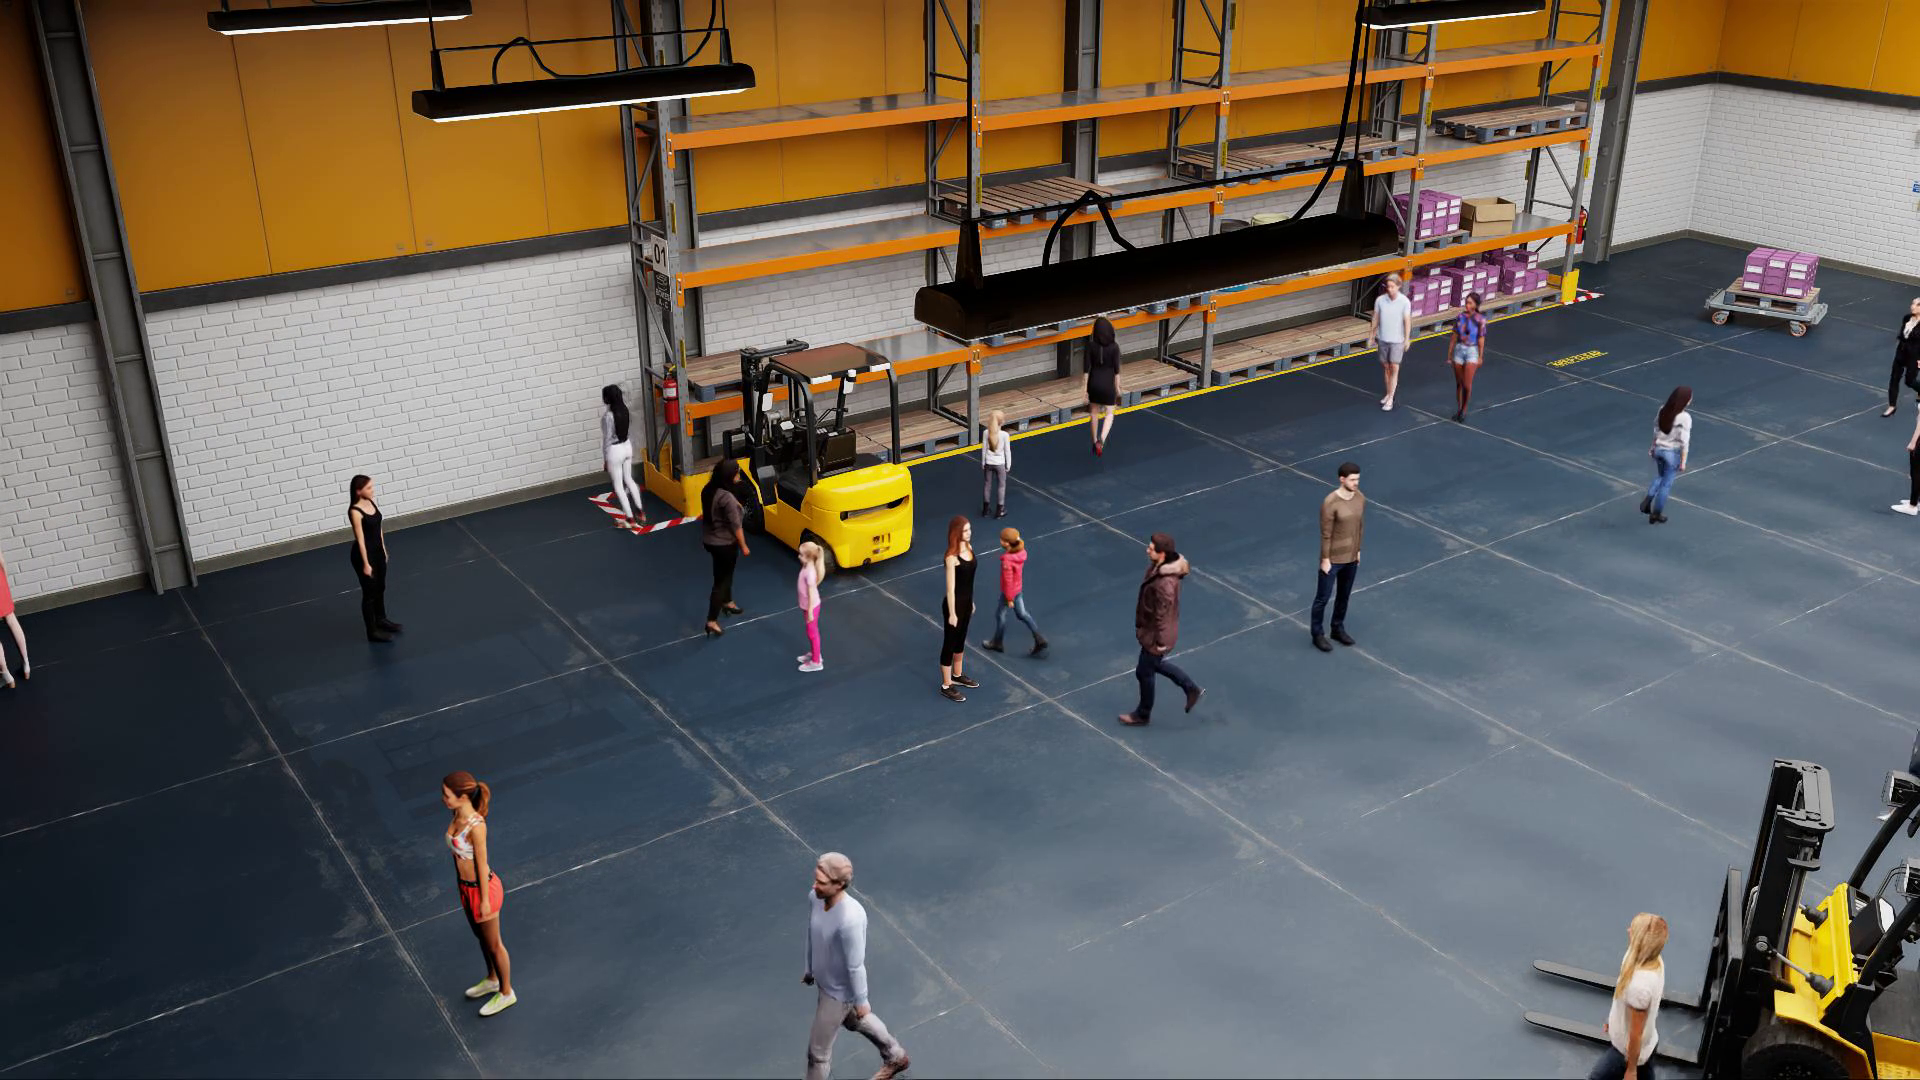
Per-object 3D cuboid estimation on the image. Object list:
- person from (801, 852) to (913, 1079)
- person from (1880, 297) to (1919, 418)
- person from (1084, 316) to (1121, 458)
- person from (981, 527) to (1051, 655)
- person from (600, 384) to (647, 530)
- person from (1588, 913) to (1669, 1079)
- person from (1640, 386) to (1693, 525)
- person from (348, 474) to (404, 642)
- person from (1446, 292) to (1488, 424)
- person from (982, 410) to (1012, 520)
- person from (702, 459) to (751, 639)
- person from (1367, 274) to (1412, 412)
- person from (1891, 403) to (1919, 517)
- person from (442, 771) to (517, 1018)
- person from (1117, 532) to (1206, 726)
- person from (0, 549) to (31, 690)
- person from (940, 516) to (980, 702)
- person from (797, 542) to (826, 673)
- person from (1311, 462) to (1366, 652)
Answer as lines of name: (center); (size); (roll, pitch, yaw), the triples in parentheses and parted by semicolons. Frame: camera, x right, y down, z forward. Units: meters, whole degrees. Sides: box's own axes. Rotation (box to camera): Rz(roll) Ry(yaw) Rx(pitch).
person: (-0.655, 2.669, 10.038); (1.285, 1.849, 0.782); (-12, 26, -26)
person: (12.558, -2.406, 21.903); (0.918, 1.645, 0.715); (-9, 25, -20)
person: (1.726, -1.811, 20.371); (0.944, 1.782, 1.027); (5, 24, 12)
person: (0.561, 0.503, 15.687); (0.822, 1.294, 0.901); (12, 26, 26)
person: (-3.752, -0.931, 18.457); (0.832, 1.702, 0.673); (17, 29, 34)
person: (3.927, 2.947, 9.487); (0.944, 1.780, 1.063); (14, 27, 29)
person: (7.841, -0.937, 18.577); (0.689, 1.617, 0.689); (-9, 25, -20)
person: (-5.674, 0.162, 15.974); (0.724, 1.689, 0.673); (2, 24, 5)
person: (6.675, -2.405, 21.798); (0.677, 1.728, 0.718); (19, 30, 36)
person: (0.395, -0.859, 18.823); (0.585, 1.277, 0.634); (8, 25, 17)
person: (-2.355, 0.117, 15.935); (0.820, 1.802, 0.693); (-20, 31, -38)
person: (5.842, -2.701, 22.374); (0.821, 1.808, 0.955); (16, 28, 33)
person: (10.959, -1.140, 18.886); (0.439, 1.741, 0.638); (-17, 29, -33)
person: (-3.165, 2.300, 10.958); (0.521, 1.788, 0.569); (-17, 29, -33)
person: (1.789, 0.781, 14.381); (1.166, 1.830, 1.087); (2, 24, 4)
person: (-8.794, 0.483, 15.068); (0.727, 1.825, 0.619); (10, 25, 22)
person: (-0.017, 0.582, 14.967); (0.699, 1.726, 0.589); (12, 26, 26)
person: (-1.390, 0.600, 15.493); (0.602, 1.270, 0.560); (-4, 24, -10)
person: (3.593, 0.132, 15.794); (0.541, 1.887, 0.731); (-12, 26, -26)
